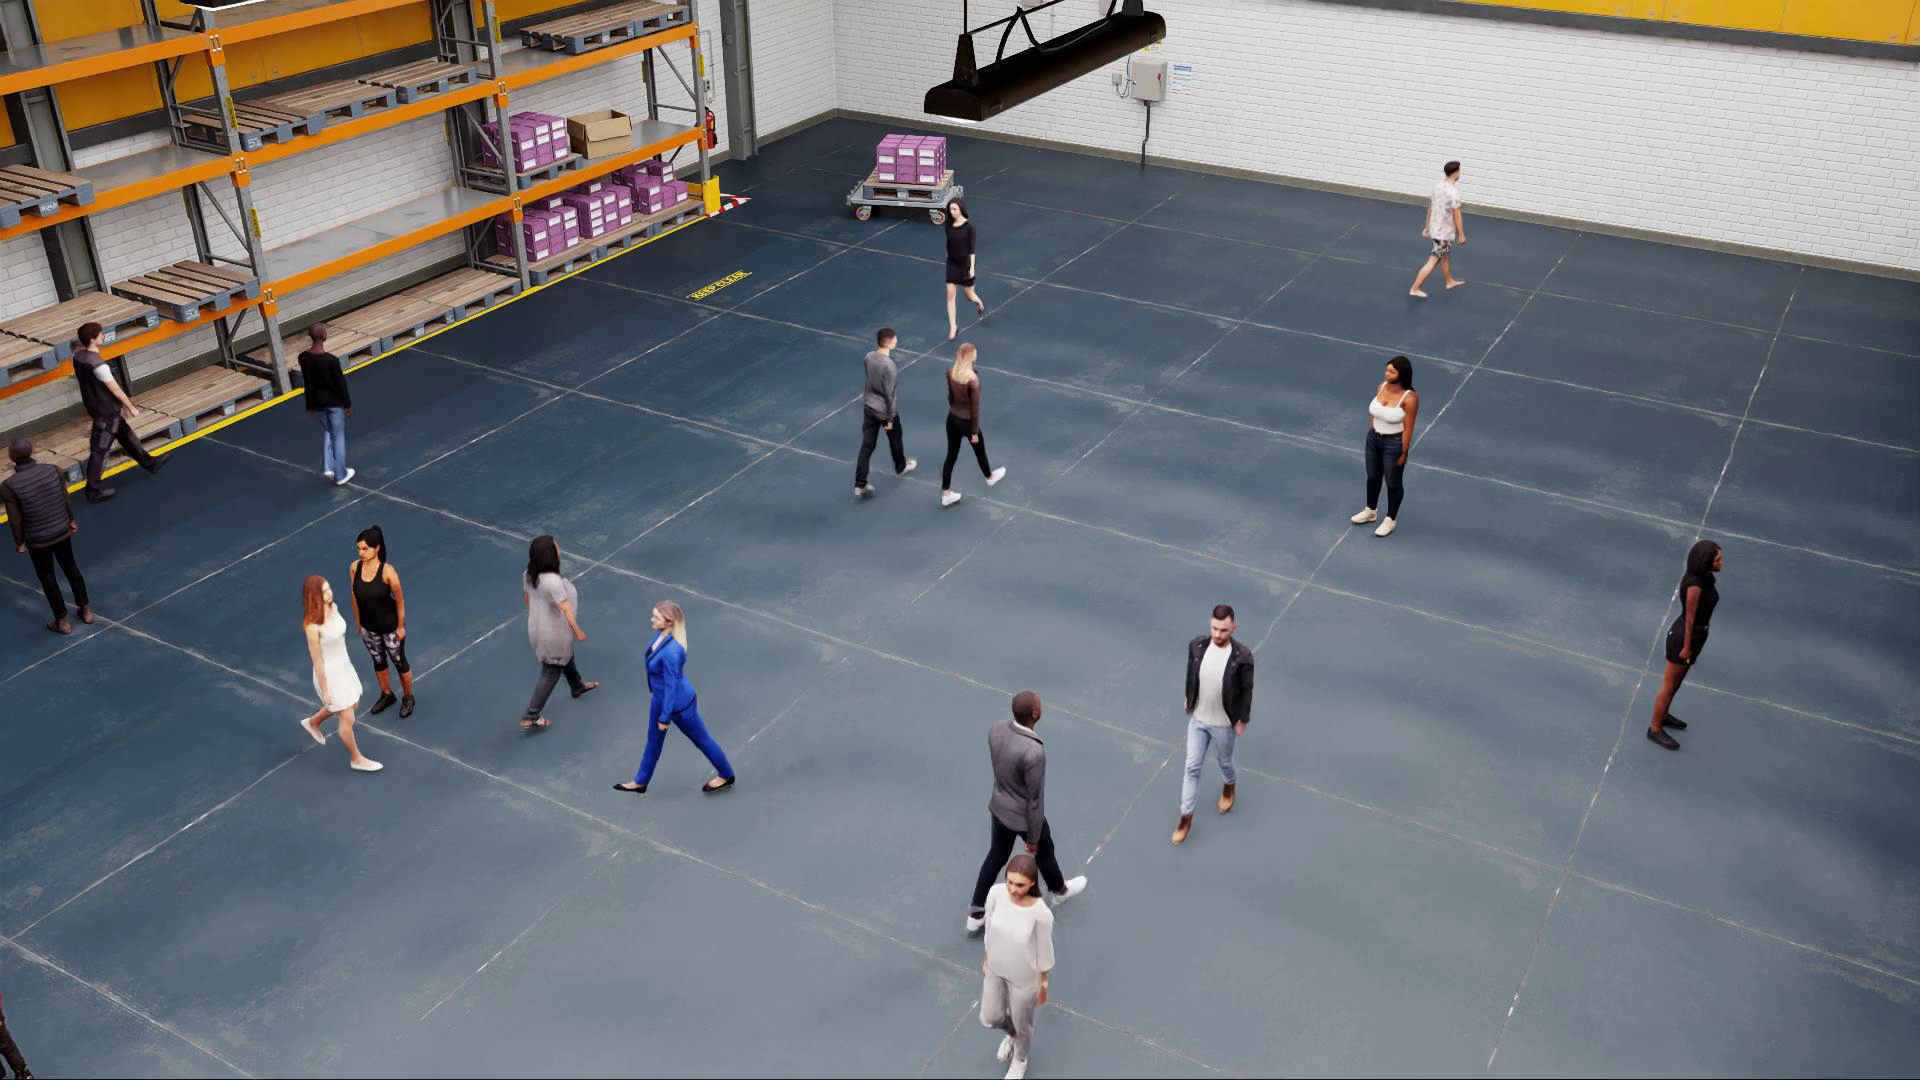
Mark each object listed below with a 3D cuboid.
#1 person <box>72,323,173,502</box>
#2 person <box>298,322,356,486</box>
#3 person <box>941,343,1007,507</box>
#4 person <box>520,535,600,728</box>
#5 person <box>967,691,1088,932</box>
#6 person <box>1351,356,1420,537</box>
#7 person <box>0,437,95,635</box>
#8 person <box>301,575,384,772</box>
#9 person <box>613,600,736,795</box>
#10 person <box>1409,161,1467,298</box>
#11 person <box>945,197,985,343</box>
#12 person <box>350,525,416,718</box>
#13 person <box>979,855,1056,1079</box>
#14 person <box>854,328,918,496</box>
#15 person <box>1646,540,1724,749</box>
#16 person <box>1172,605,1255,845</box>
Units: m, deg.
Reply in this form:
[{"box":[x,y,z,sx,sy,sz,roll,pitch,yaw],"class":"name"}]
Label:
[{"box":[-8.620,-1.231,16.562,0.843,1.802,1.243,23,36,36],"class":"person"},{"box":[-6.439,-1.337,16.825,0.707,1.737,0.747,5,29,9],"class":"person"},{"box":[-0.031,-1.110,16.485,0.807,1.664,1.122,25,37,38],"class":"person"},{"box":[-3.290,0.752,13.166,1.126,1.574,0.838,-23,36,-36],"class":"person"},{"box":[0.297,1.847,10.967,1.285,1.757,1.056,-19,34,-30],"class":"person"},{"box":[4.129,-0.929,16.000,0.749,1.810,0.736,-18,33,-29],"class":"person"},{"box":[-7.892,-0.052,14.366,0.770,1.836,0.532,19,34,31],"class":"person"},{"box":[-4.810,1.010,12.565,0.799,1.697,0.933,6,29,12],"class":"person"},{"box":[-1.998,1.191,12.270,1.204,1.661,1.099,-9,30,-17],"class":"person"},{"box":[6.221,-4.008,21.679,1.208,1.777,1.147,-8,30,-14],"class":"person"},{"box":[0.055,-3.336,20.450,0.624,1.774,0.975,14,32,24],"class":"person"},{"box":[-4.612,0.645,13.274,0.633,1.658,0.599,7,29,12],"class":"person"},{"box":[0.359,2.497,9.857,0.617,1.678,0.612,15,32,25],"class":"person"},{"box":[-0.859,-1.252,16.694,0.711,1.713,1.180,21,35,33],"class":"person"},{"box":[5.655,0.779,12.941,0.653,1.740,0.437,16,33,27],"class":"person"},{"box":[1.880,1.249,12.015,0.701,1.802,1.033,14,32,24],"class":"person"}]
